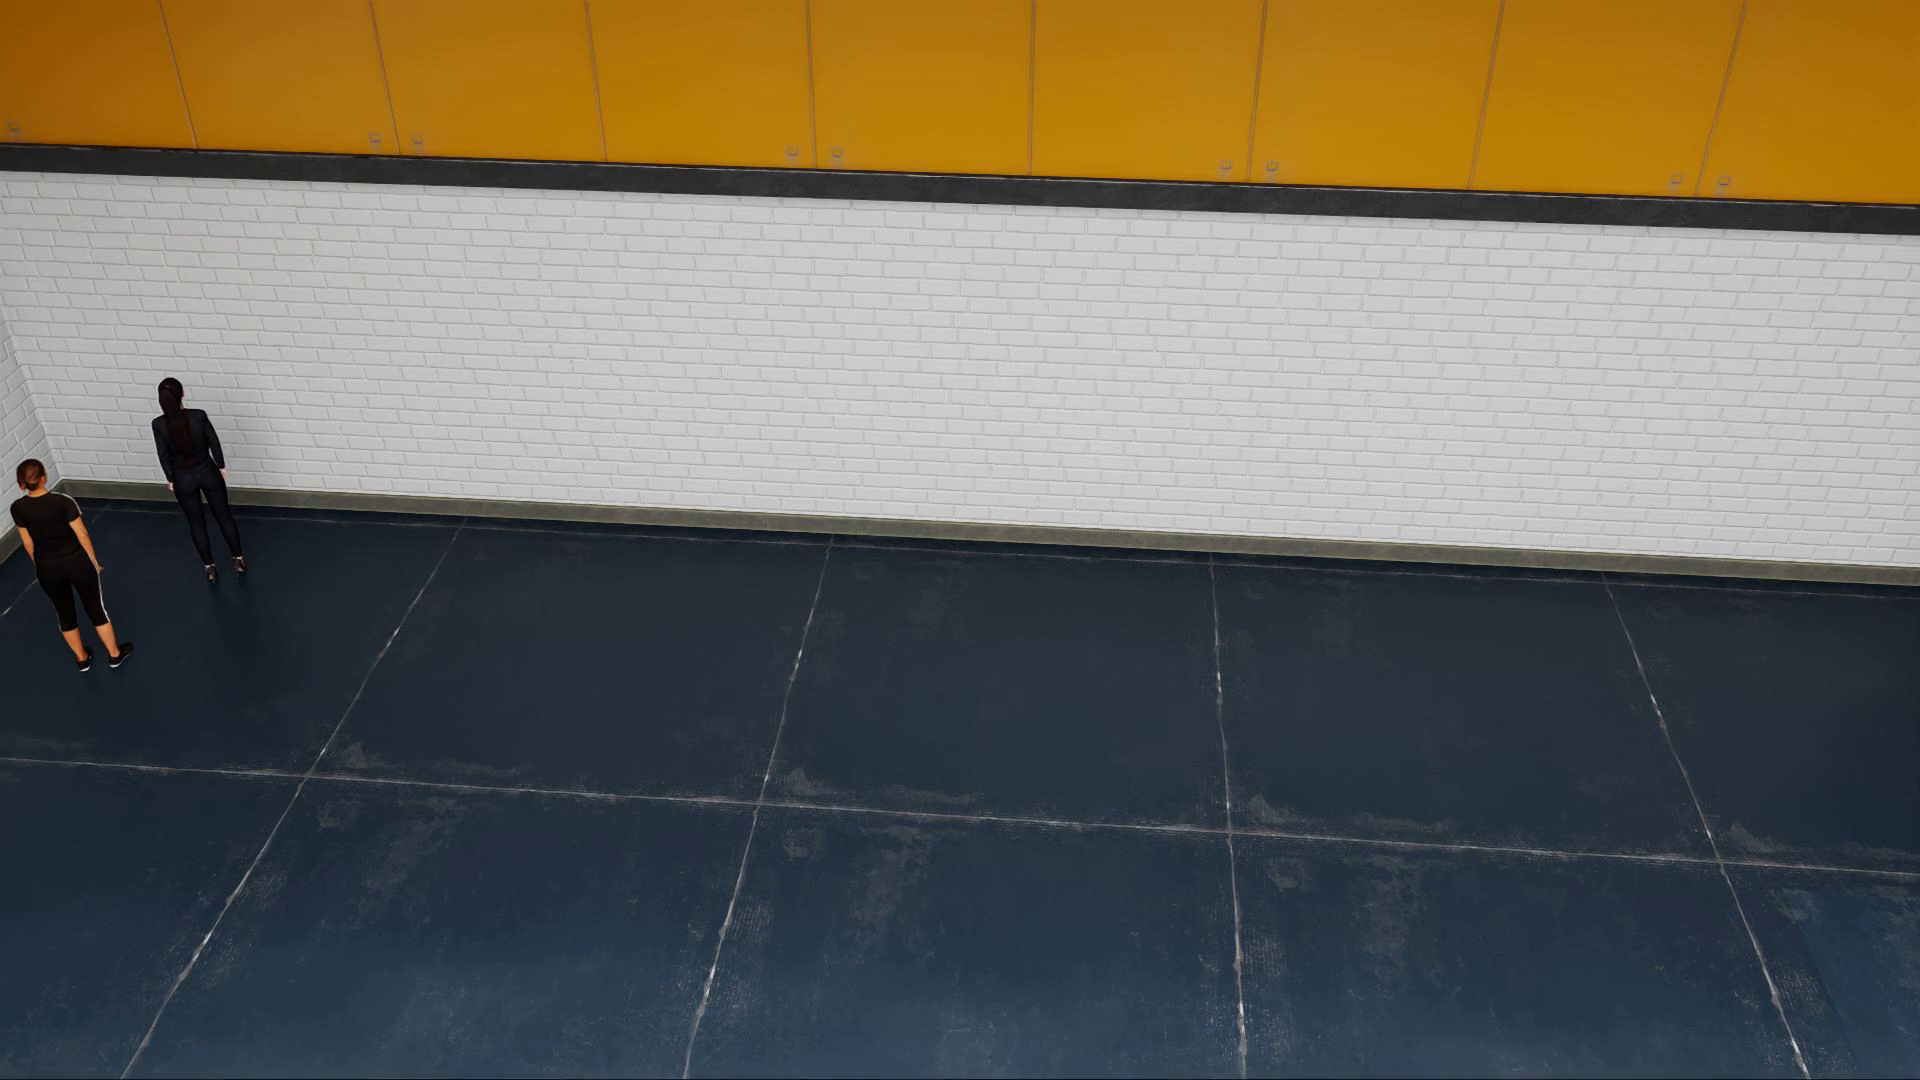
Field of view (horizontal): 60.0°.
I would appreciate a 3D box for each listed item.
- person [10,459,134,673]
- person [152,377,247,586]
[{"bbox_3d":[-6.172,0.174,11.460,0.628,1.668,0.591,-5,34,-8],"label":"person"},{"bbox_3d":[-5.662,-0.450,12.358,0.644,1.712,0.656,-16,37,-22],"label":"person"}]
